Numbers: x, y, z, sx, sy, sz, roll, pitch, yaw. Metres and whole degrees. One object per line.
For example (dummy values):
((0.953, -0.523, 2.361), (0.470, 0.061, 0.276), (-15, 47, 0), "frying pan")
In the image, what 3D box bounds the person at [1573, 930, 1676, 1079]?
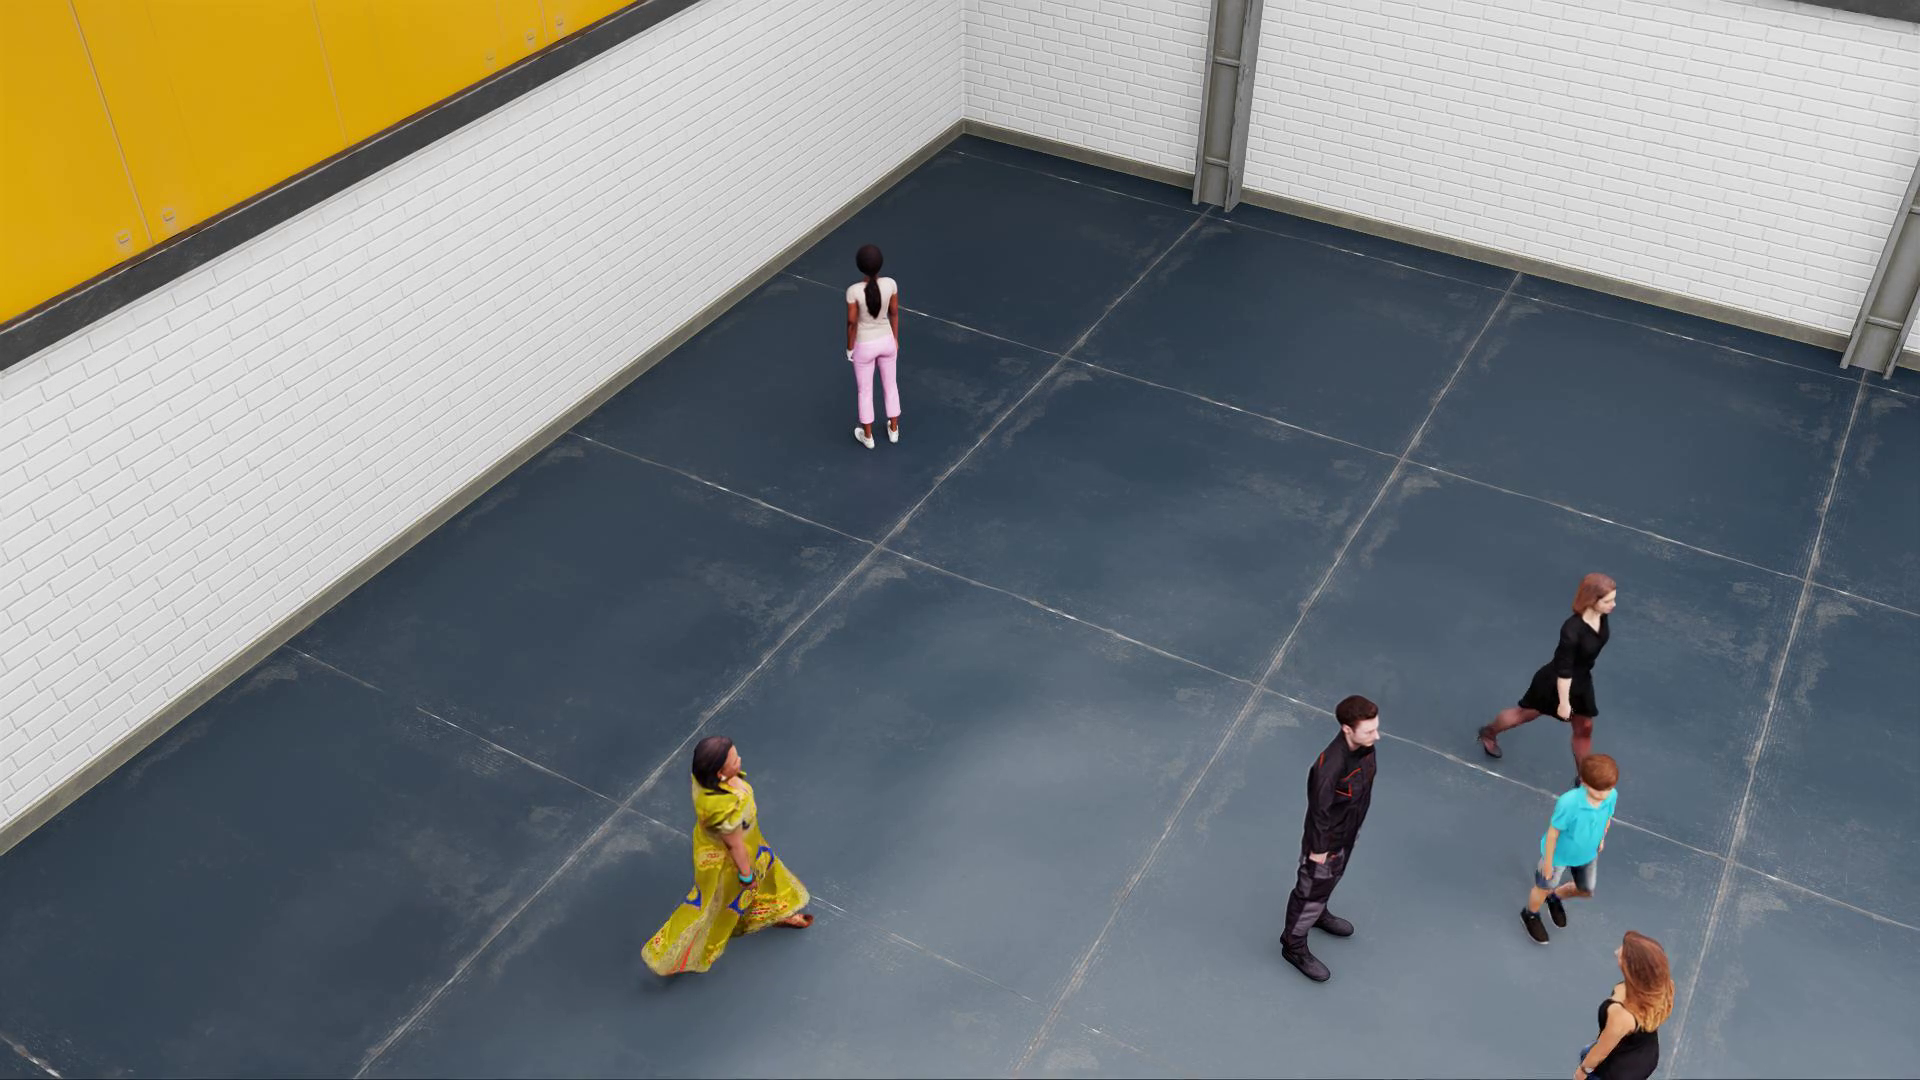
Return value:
((3.174, 2.498, 7.839), (0.682, 1.700, 0.697), (-26, 45, -29), "person")

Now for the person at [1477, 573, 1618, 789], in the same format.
((3.517, 0.834, 9.965), (0.805, 1.648, 1.154), (-31, 48, -33), "person")

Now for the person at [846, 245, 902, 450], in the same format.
((-0.662, -1.491, 12.800), (0.657, 1.744, 0.693), (-14, 41, -17), "person")

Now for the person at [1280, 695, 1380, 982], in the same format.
((1.999, 1.541, 8.869), (0.583, 1.912, 0.693), (22, 44, 25), "person")

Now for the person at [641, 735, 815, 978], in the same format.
((-1.329, 1.713, 8.890), (1.272, 1.617, 1.225), (-10, 40, -13), "person")

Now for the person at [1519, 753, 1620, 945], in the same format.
((3.323, 1.631, 9.136), (0.670, 1.437, 0.728), (-8, 39, -10), "person")
